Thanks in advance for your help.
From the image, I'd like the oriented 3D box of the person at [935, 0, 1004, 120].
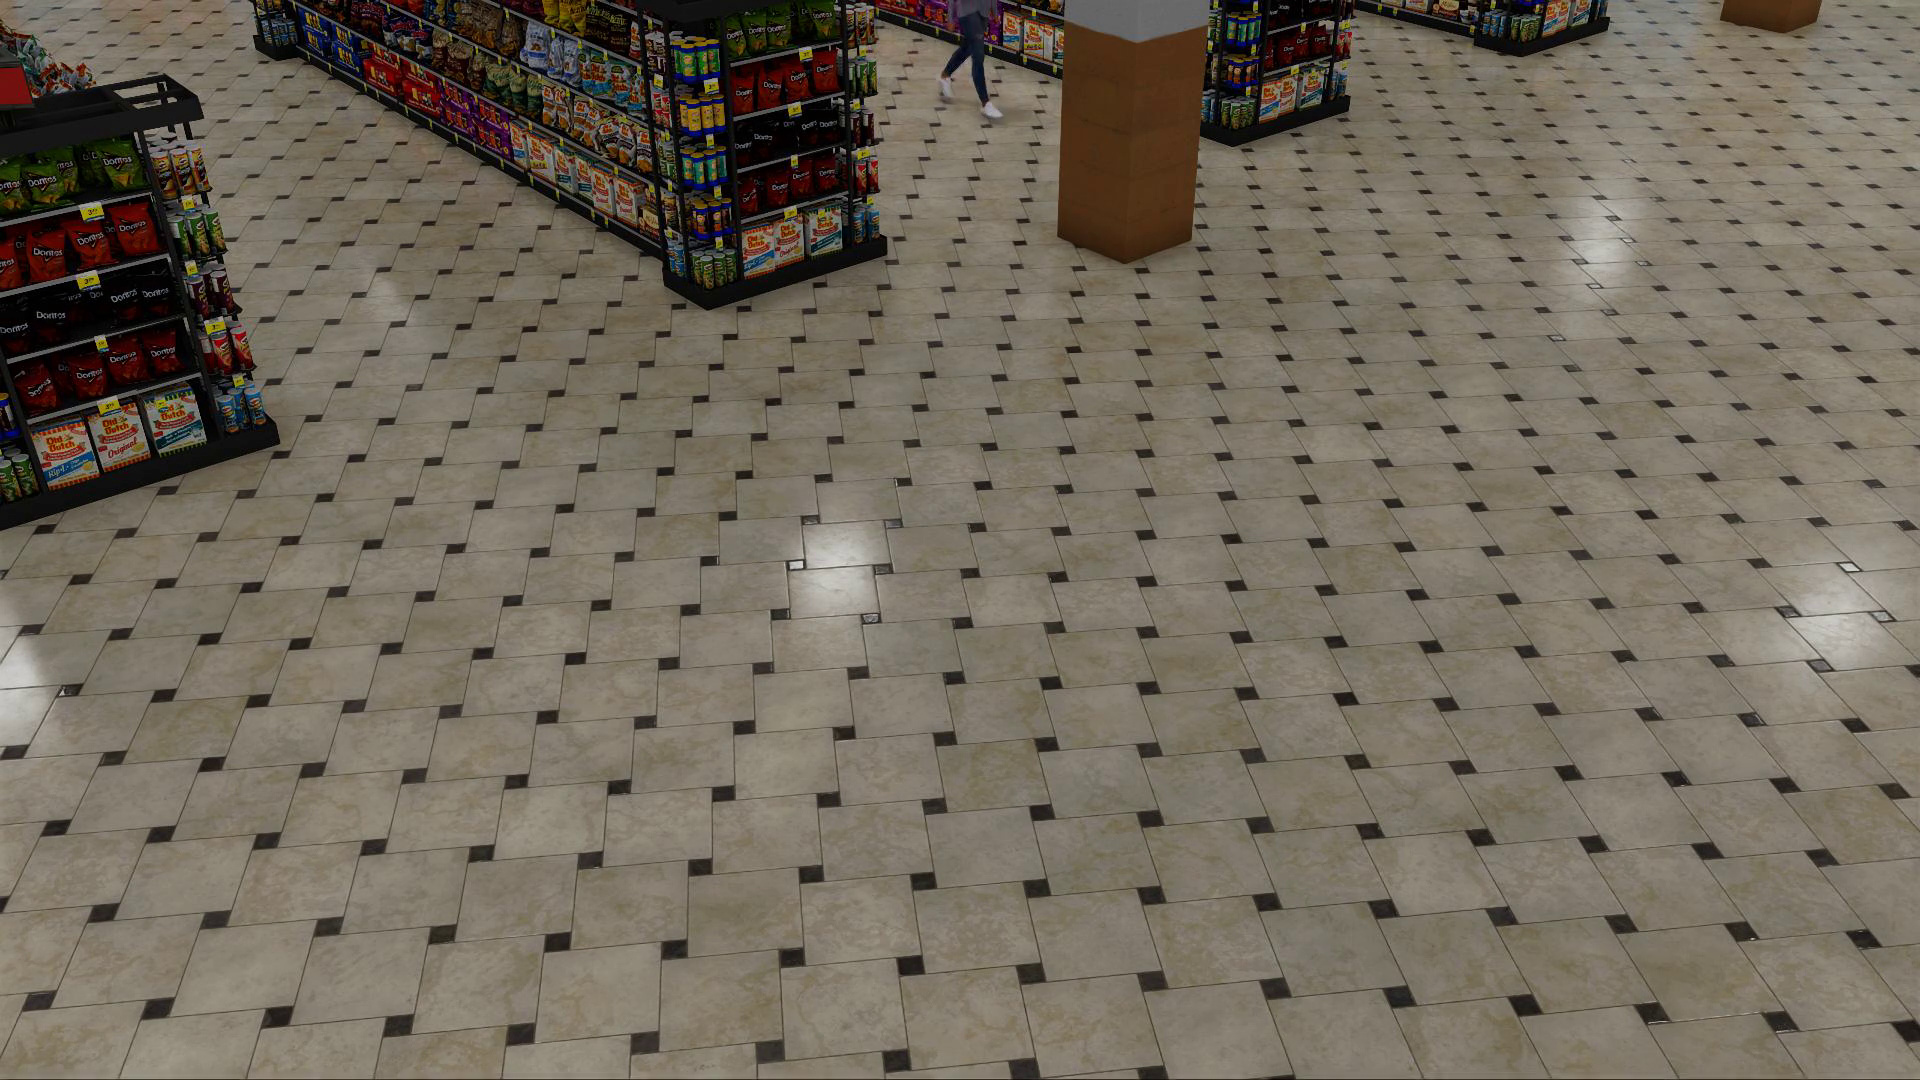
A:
[{"bbox_3d":[0.047,-4.533,14.295,0.610,1.700,1.144,-24,39,-34],"label":"person"}]
